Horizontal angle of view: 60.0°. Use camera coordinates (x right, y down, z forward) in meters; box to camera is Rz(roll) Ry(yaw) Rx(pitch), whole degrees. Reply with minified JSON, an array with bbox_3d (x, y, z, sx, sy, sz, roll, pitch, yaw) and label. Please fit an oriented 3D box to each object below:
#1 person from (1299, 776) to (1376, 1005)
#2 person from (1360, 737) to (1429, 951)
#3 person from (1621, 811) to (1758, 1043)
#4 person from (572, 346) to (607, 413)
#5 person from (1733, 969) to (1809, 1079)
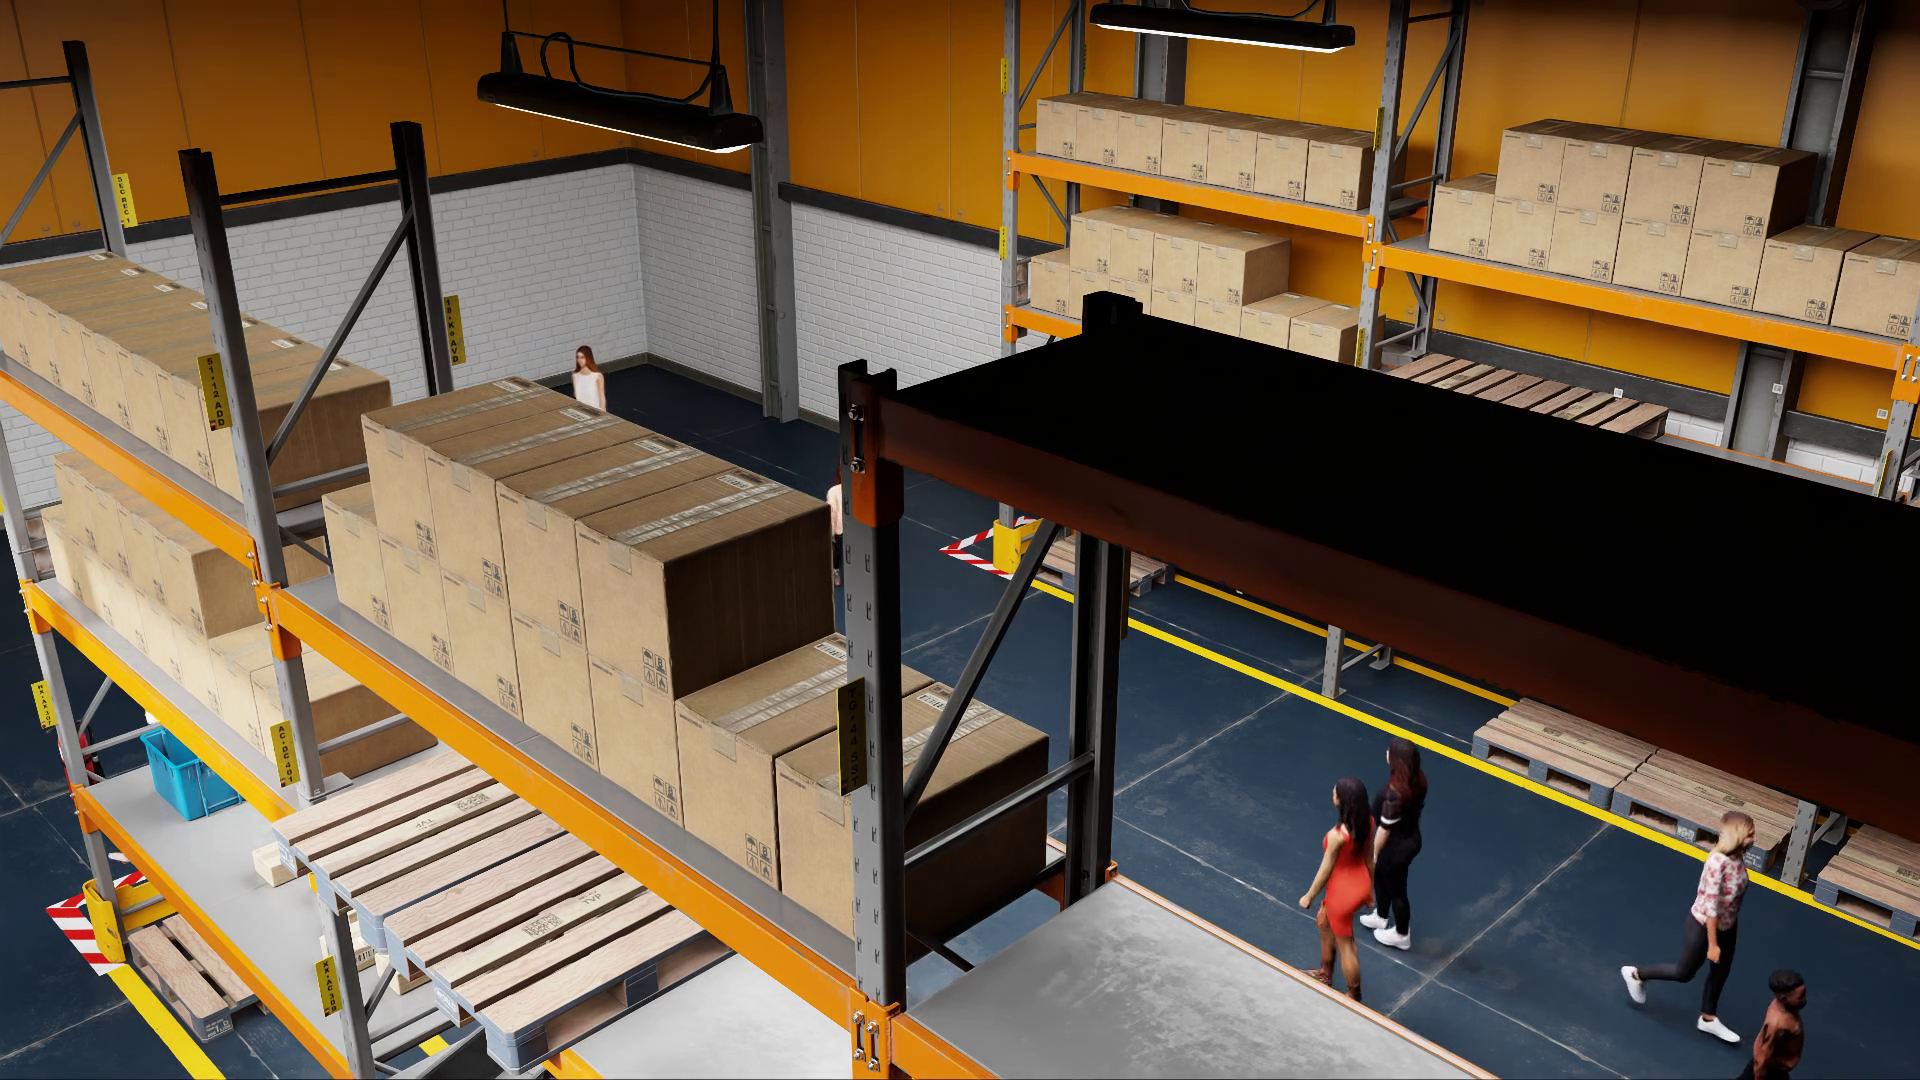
[{"bbox_3d":[2.537,2.314,10.636,0.738,1.700,0.605,20,31,38],"label":"person"},{"bbox_3d":[3.030,2.089,11.242,0.658,1.626,0.645,17,29,34],"label":"person"},{"bbox_3d":[4.678,2.412,10.514,0.590,1.617,0.970,-19,30,-37],"label":"person"},{"bbox_3d":[-4.213,-1.428,19.213,1.059,1.686,0.997,6,24,14],"label":"person"},{"bbox_3d":[4.642,3.002,9.657,0.940,1.222,0.665,14,27,29],"label":"person"}]
